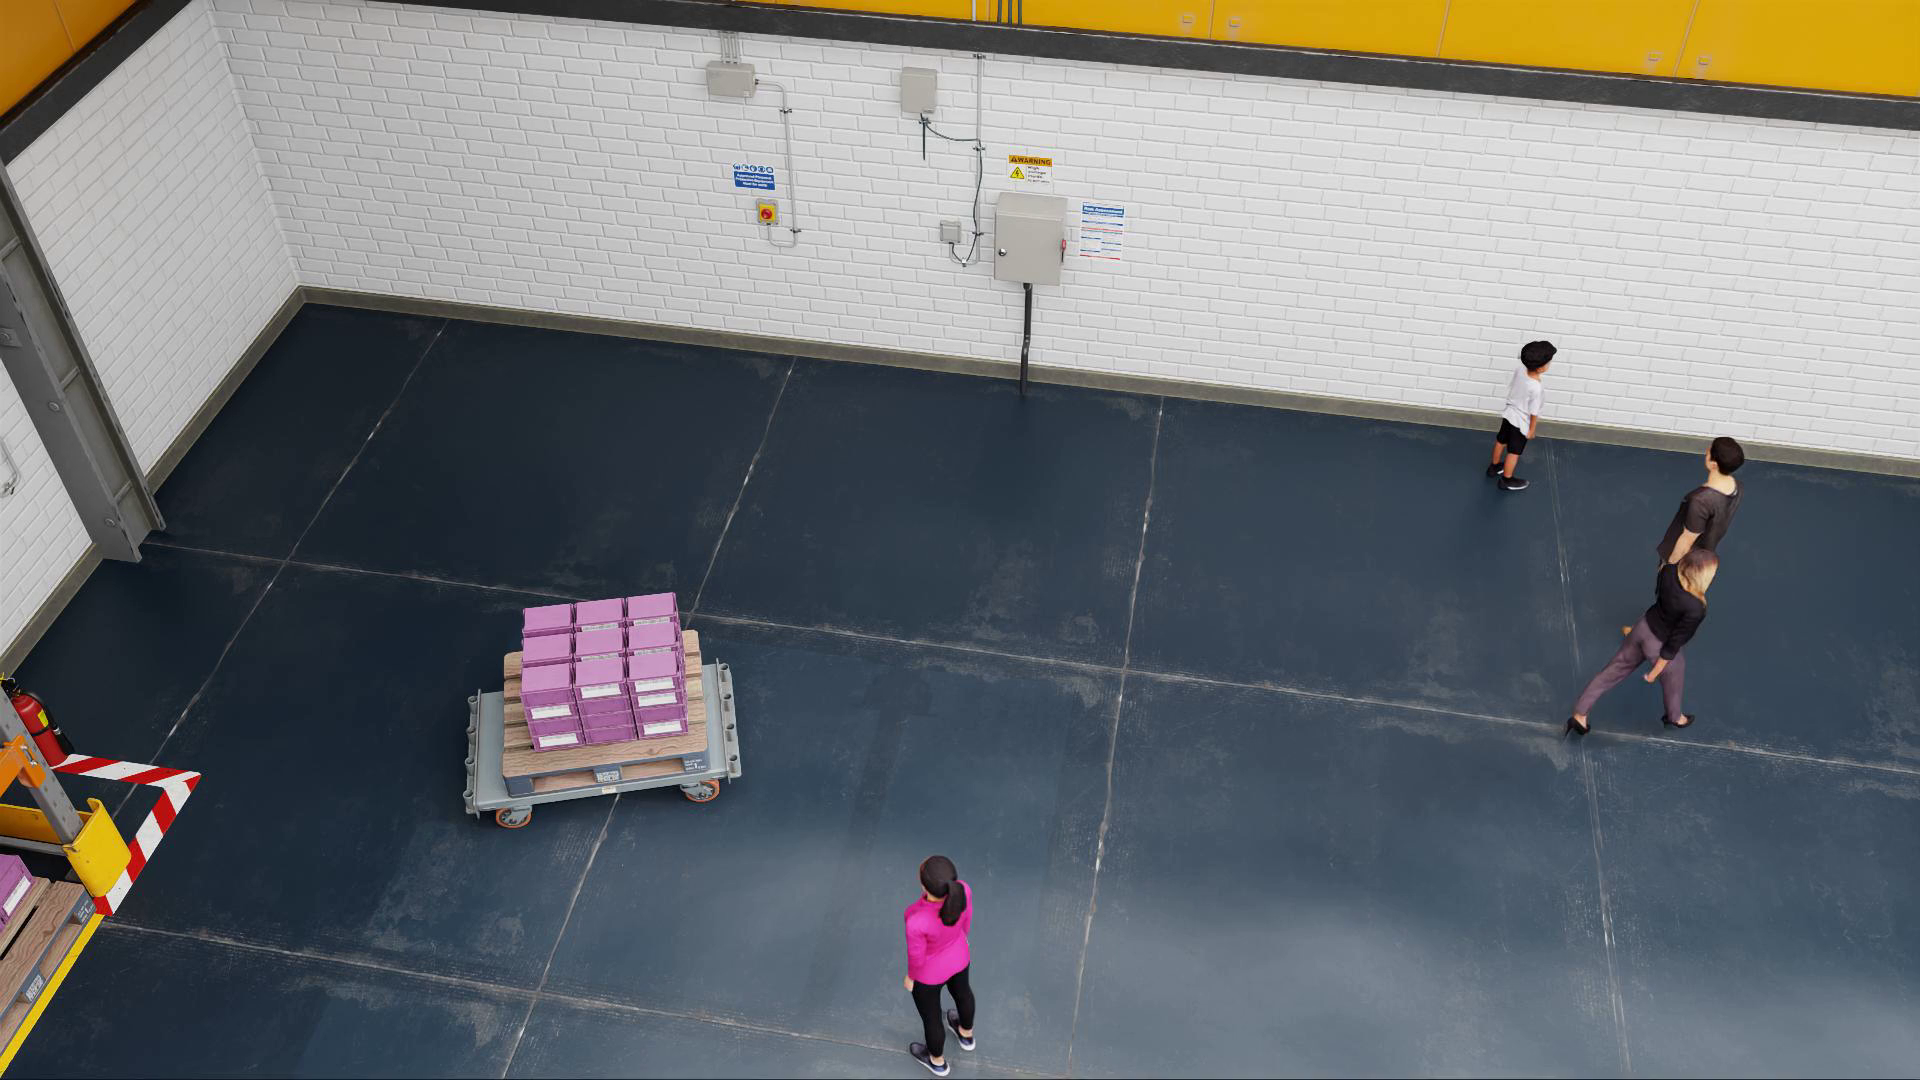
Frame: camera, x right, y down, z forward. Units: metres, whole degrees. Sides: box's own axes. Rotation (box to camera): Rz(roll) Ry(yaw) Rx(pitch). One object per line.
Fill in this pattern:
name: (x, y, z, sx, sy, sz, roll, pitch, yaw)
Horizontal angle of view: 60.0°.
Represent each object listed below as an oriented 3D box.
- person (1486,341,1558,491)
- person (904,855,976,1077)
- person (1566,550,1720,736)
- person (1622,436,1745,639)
person: (4.066, -0.917, 12.070, 0.623, 1.259, 0.528, -11, 45, -12)
person: (-0.095, 2.167, 8.514, 0.671, 1.698, 0.749, -33, 52, -30)
person: (4.135, 0.679, 10.134, 0.947, 1.620, 1.088, -10, 45, -11)
person: (4.724, 0.041, 10.734, 0.695, 1.714, 0.756, -26, 49, -25)
